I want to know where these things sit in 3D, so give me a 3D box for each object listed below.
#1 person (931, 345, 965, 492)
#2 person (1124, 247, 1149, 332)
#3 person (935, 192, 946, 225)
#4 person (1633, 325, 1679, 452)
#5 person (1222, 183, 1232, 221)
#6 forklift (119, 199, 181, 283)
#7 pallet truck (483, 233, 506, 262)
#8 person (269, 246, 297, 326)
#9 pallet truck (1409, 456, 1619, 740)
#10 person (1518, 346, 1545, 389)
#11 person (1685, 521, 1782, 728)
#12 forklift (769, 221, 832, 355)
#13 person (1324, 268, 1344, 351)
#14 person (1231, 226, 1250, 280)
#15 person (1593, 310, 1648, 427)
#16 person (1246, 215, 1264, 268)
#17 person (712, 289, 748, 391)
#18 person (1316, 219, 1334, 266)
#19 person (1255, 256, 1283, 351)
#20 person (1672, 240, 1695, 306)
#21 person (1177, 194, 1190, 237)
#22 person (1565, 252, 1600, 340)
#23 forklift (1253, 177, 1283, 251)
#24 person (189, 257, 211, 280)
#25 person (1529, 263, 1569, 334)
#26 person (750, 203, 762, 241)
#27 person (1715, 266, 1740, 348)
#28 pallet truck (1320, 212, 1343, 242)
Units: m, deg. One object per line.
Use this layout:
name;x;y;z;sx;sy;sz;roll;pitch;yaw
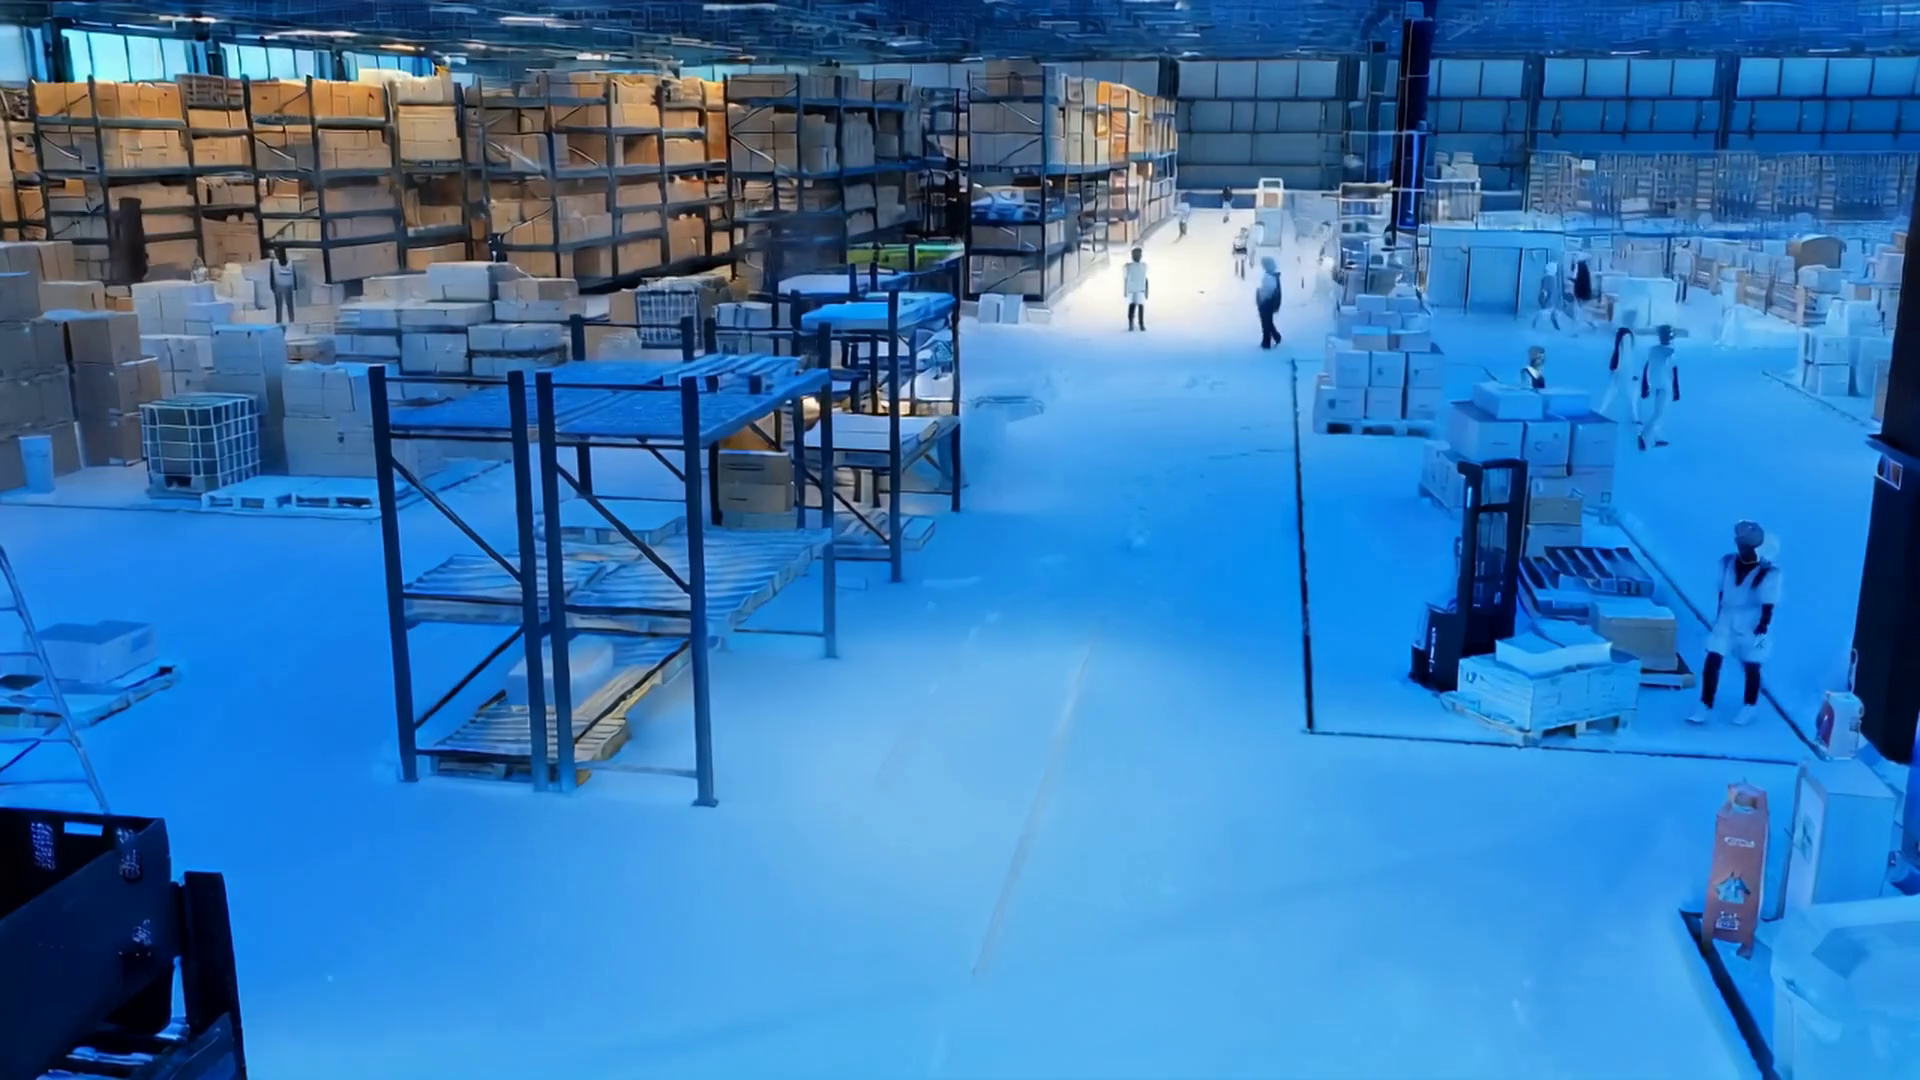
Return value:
person;-0.166;-1.540;21.412;0.355;1.930;0.593;9;16;31
person;4.125;-5.837;38.786;0.613;1.962;0.362;6;15;23
person;-0.960;-16.575;82.453;0.563;1.927;0.424;1;14;4
person;10.200;-2.225;24.378;0.877;1.845;0.501;-8;16;-29
person;13.870;-17.546;86.356;0.602;1.950;0.380;-7;16;-27
forklift;-22.037;-7.706;44.490;1.873;2.768;1.129;-11;17;-37
pallet truck;-11.832;-7.026;43.548;1.885;1.965;0.823;8;16;28
person;-16.311;-6.134;40.117;0.592;1.910;0.387;-11;18;-39
pallet truck;4.504;0.400;13.395;0.823;1.965;1.885;-6;15;-23
person;7.733;-1.724;22.440;0.962;1.795;0.535;12;18;41
person;6.019;0.687;12.906;0.715;1.670;0.541;-10;17;-35
forklift;-3.348;-5.047;33.693;1.129;2.768;1.873;3;14;10
person;7.753;-4.672;34.297;0.415;1.852;0.566;-2;14;-8
person;8.824;-9.044;52.401;0.551;1.670;0.708;1;14;4
person;10.489;-2.690;26.224;1.022;1.864;0.596;6;15;24
person;10.058;-10.175;56.707;0.620;1.811;0.476;1;14;3
person;-4.164;-3.625;30.104;0.581;1.834;1.003;2;14;6
person;12.787;-10.309;57.705;0.830;1.595;0.513;3;14;12
person;6.543;-5.039;35.389;0.539;2.000;0.698;10;17;35
person;19.371;-7.149;44.532;0.553;1.751;0.367;4;14;17
person;9.849;-14.318;73.377;0.556;1.896;0.970;2;14;10
person;13.937;-5.425;37.119;0.616;1.965;0.621;5;15;18
forklift;12.083;-12.747;64.956;1.129;2.768;1.873;3;14;10
person;-18.384;-6.036;40.265;0.510;1.640;0.308;-2;14;-8
person;13.545;-5.531;38.190;0.890;1.642;0.549;7;15;26
person;-7.886;-12.079;64.280;0.424;1.894;0.643;3;14;12
person;16.610;-5.030;35.916;0.526;1.769;0.329;-9;17;-34
pallet truck;15.874;-13.227;70.310;0.680;1.201;1.601;10;17;35
